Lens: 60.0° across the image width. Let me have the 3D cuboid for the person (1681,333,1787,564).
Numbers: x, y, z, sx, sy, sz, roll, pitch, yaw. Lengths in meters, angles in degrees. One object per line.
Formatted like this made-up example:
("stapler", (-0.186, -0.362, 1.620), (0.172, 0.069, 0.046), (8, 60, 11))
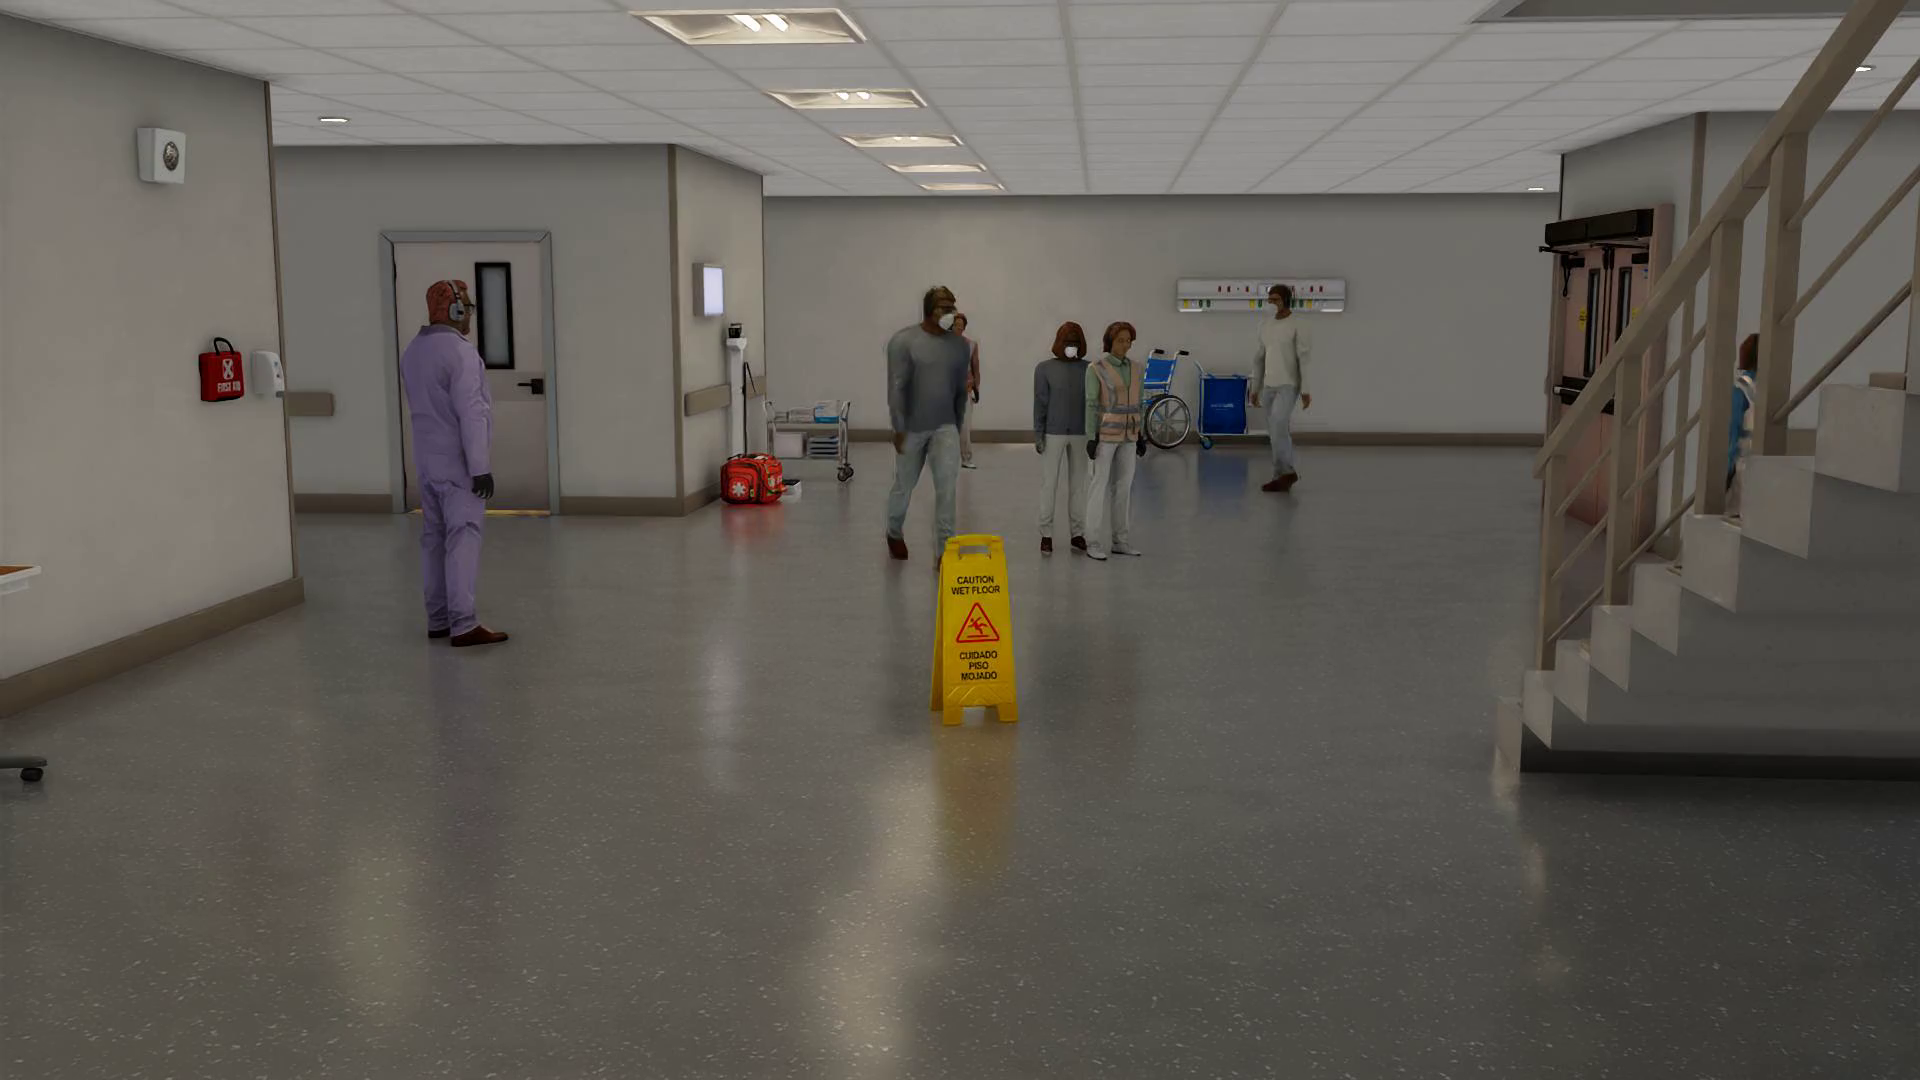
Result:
("person", (4.745, -0.447, 10.029), (0.855, 1.598, 0.525), (8, 12, 44))

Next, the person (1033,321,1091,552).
("person", (0.762, -0.730, 11.805), (0.499, 1.633, 0.281), (-2, 9, -14))

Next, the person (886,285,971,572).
("person", (-0.234, -0.752, 11.102), (0.636, 1.894, 1.025), (-4, 9, -23))

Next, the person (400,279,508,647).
("person", (-2.635, -0.401, 8.690), (0.400, 1.901, 0.646), (-8, 11, -43))

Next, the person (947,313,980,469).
("person", (-0.040, -1.547, 17.369), (0.513, 1.634, 0.309), (-3, 9, -19))

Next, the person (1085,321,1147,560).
("person", (1.070, -0.685, 11.485), (0.523, 1.636, 0.311), (-6, 10, -35))

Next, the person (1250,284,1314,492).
("person", (2.922, -1.384, 15.280), (0.459, 1.919, 0.649), (-5, 10, -33))
